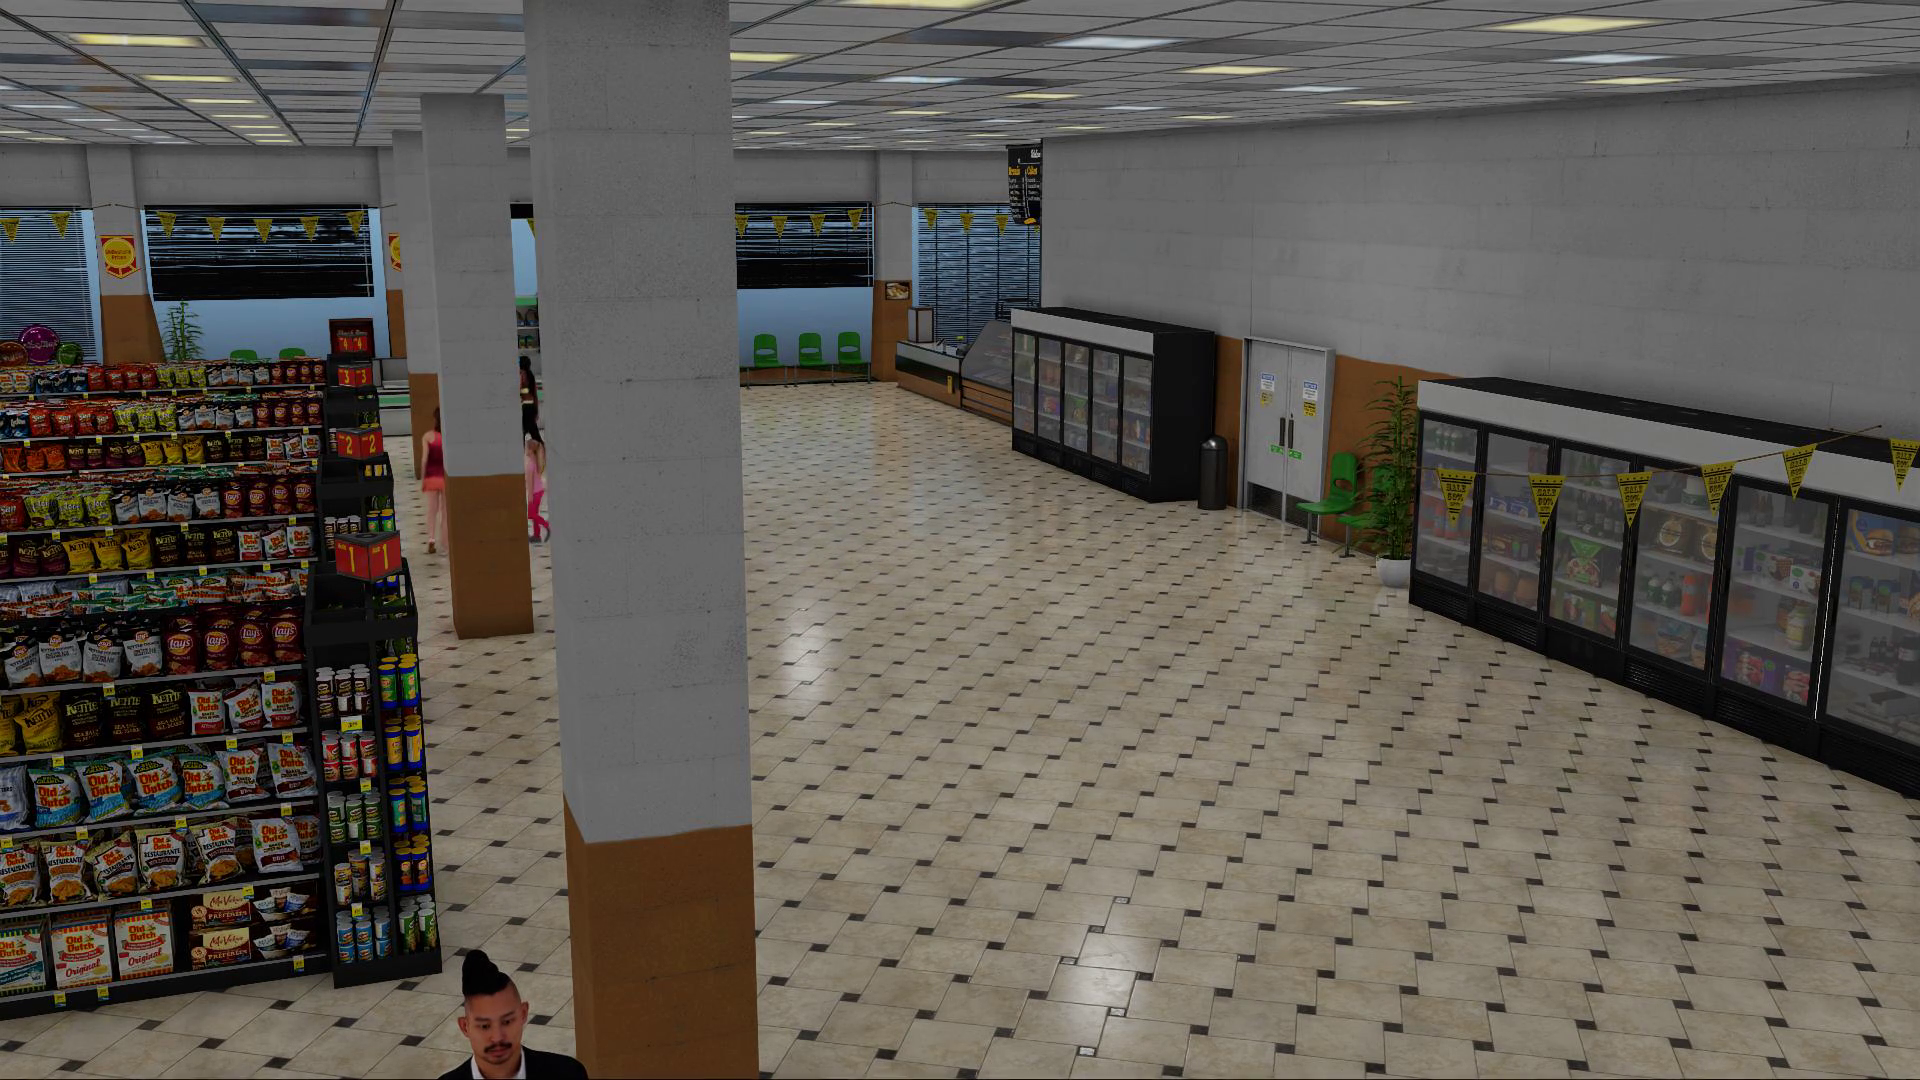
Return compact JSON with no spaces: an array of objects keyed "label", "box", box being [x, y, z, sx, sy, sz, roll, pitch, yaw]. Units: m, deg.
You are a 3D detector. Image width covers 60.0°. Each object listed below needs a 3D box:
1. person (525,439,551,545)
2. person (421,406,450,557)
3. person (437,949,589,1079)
[{"label":"person","box":[-5.013,-0.568,19.832,0.748,1.264,0.629,0,12,1]},{"label":"person","box":[-5.965,-0.652,19.097,0.731,1.732,0.720,-2,12,-10]},{"label":"person","box":[-1.387,2.178,5.129,0.547,1.950,0.789,-6,13,-25]}]
